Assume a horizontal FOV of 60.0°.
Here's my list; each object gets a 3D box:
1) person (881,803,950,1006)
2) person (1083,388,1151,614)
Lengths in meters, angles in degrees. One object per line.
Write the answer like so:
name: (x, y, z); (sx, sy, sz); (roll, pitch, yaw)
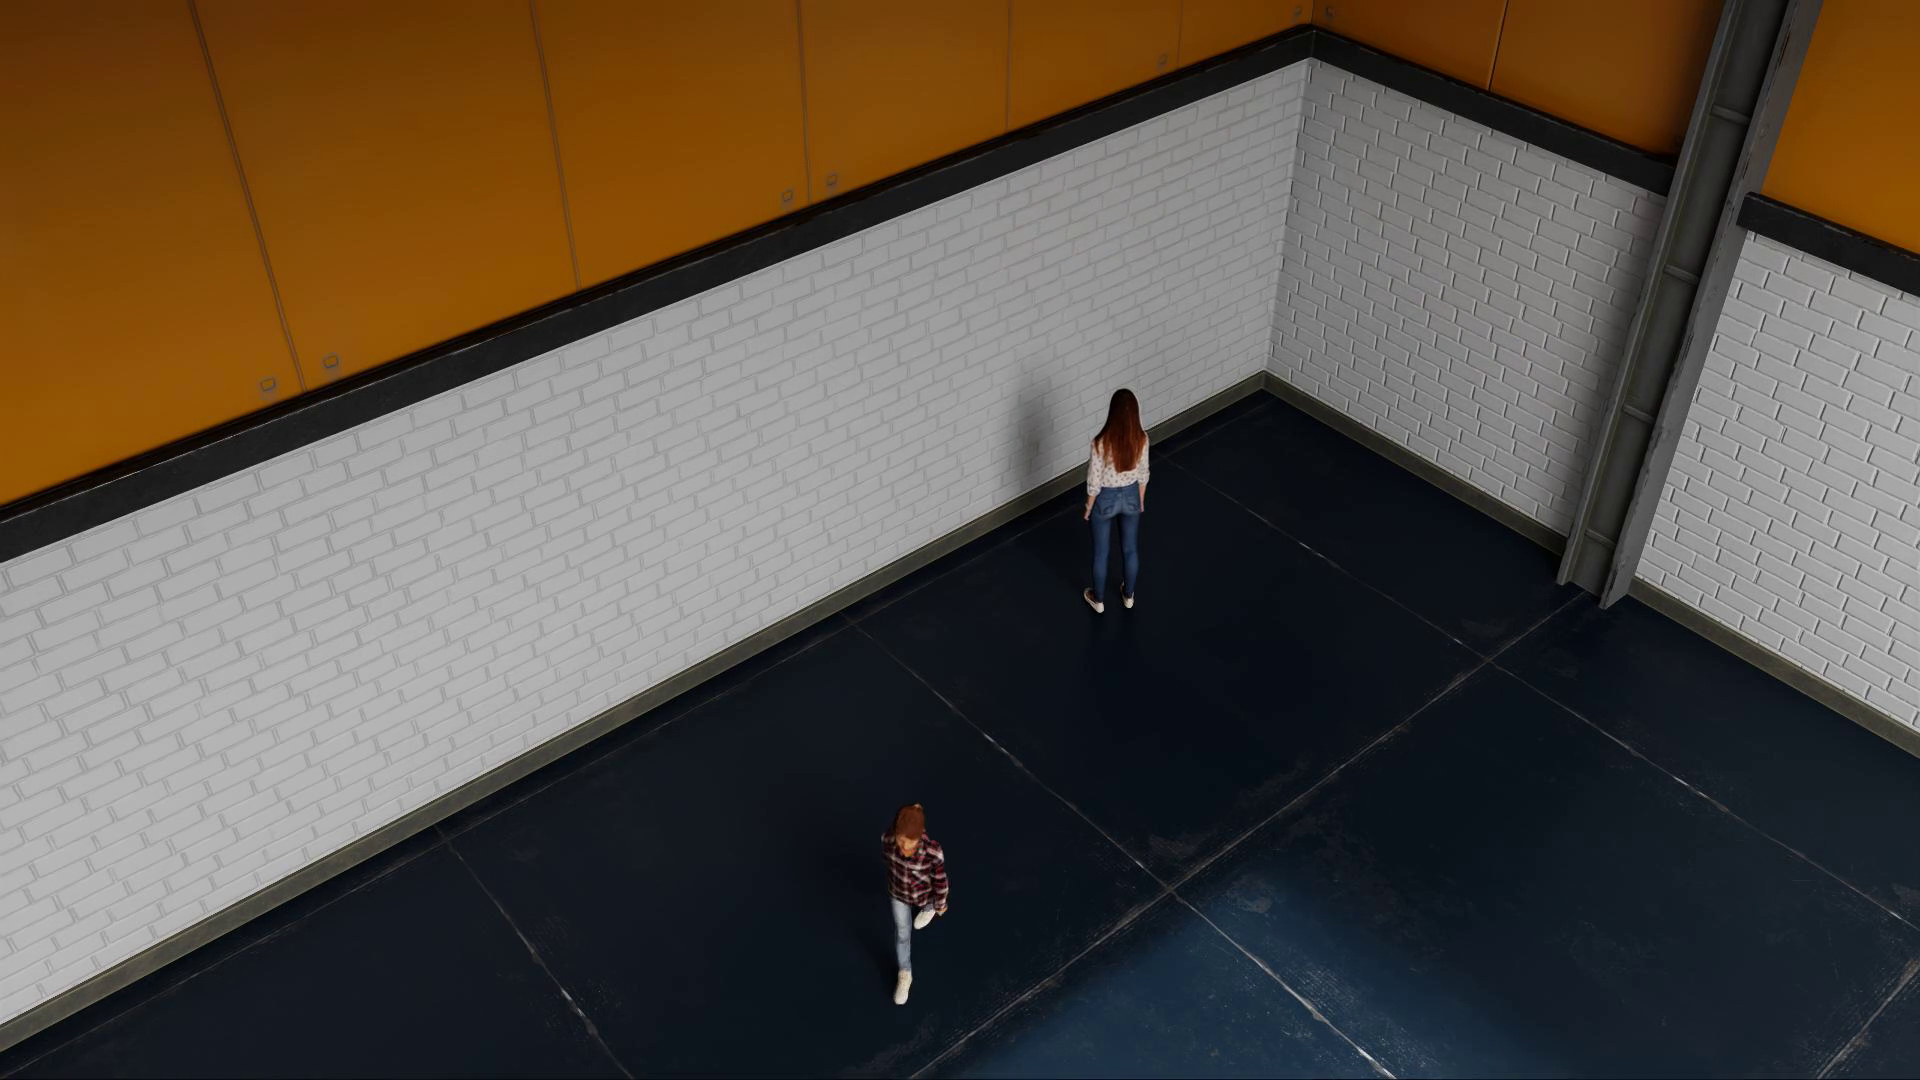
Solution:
person: (-0.227, 1.763, 8.781); (0.952, 1.263, 0.933); (10, 40, 13)
person: (1.025, -0.255, 10.934); (0.651, 1.728, 0.642); (-8, 39, -10)
